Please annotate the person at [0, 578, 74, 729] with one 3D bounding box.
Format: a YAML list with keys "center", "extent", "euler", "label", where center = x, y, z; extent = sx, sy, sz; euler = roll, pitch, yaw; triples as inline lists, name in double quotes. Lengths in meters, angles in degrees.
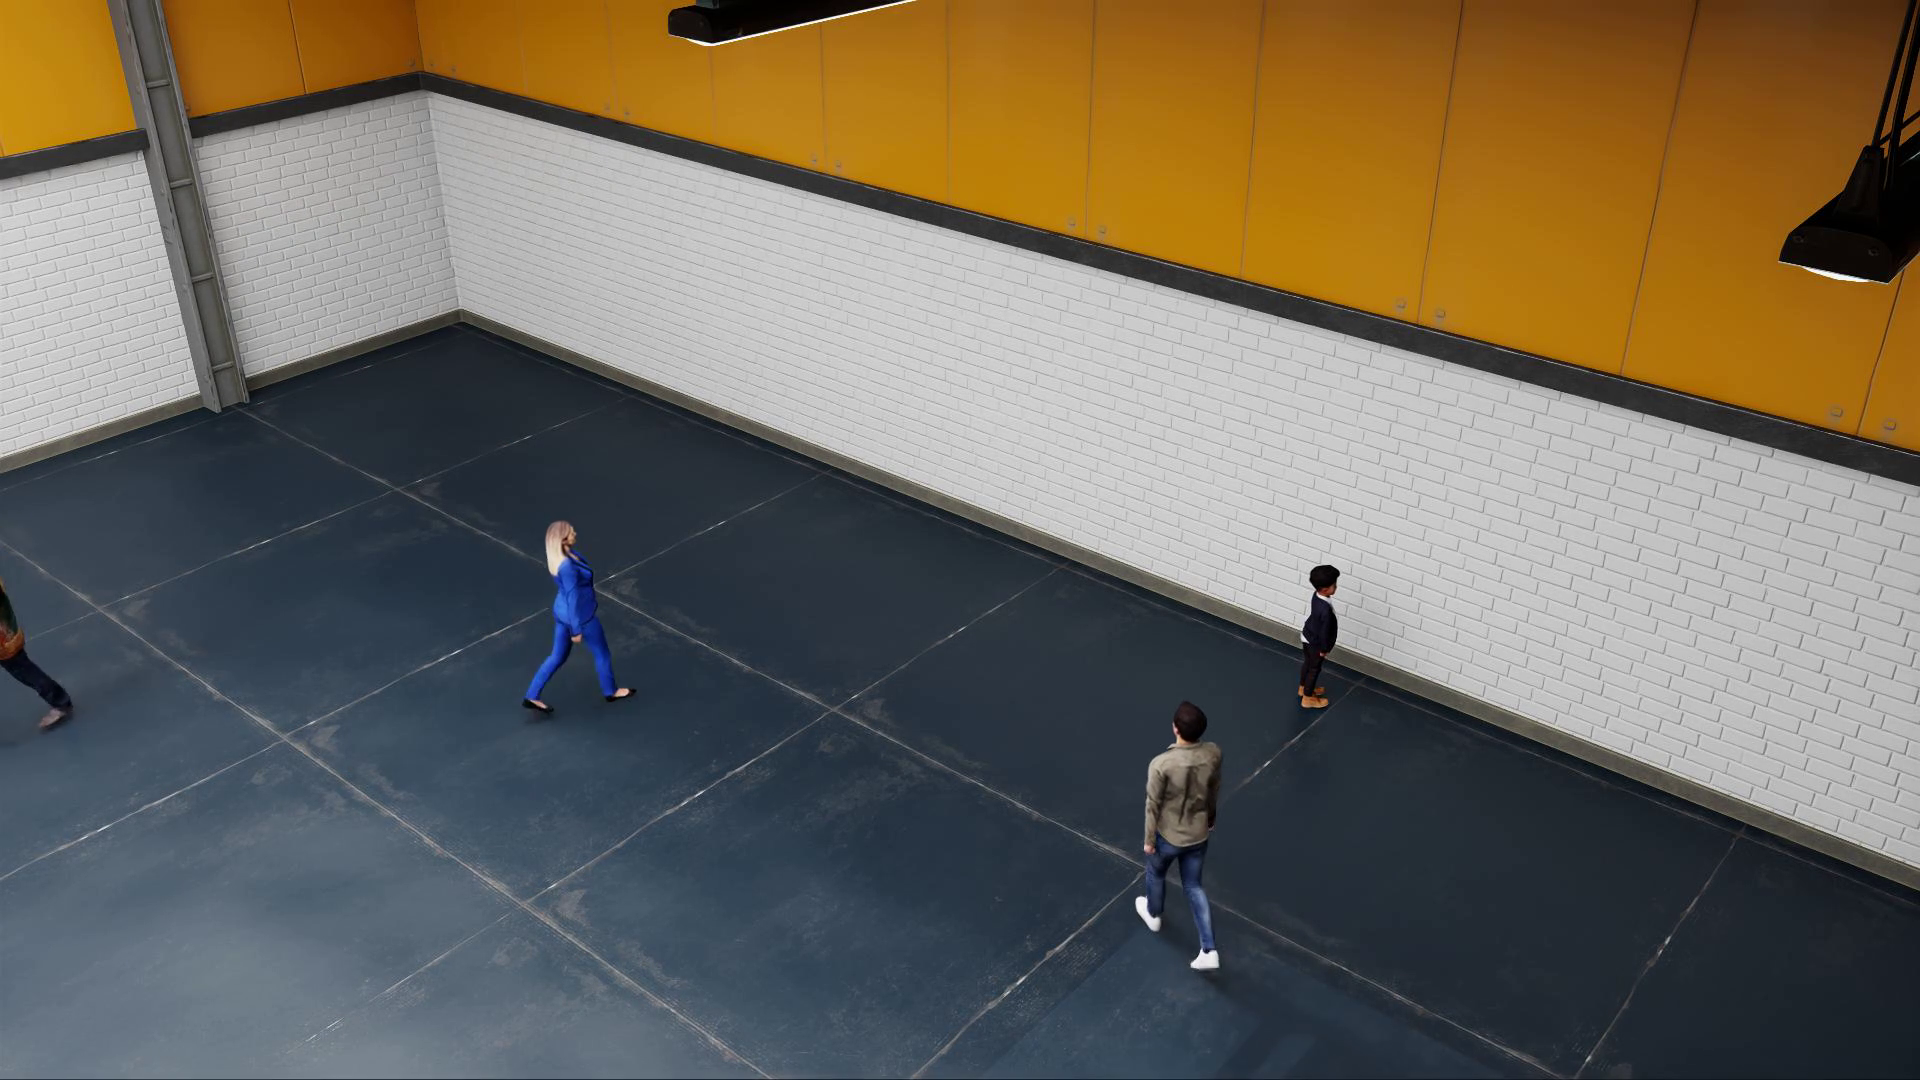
- center: [-7.142, 0.721, 12.441]
  extent: [0.759, 1.761, 1.188]
  euler: [19, 34, 30]
  label: "person"

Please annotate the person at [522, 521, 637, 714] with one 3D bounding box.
- center: [-3.042, 0.630, 12.710]
  extent: [1.203, 1.665, 0.913]
  euler: [-15, 32, -25]
  label: "person"

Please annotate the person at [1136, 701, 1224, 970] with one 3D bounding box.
- center: [1.407, 1.851, 10.278]
  extent: [1.186, 1.849, 1.099]
  euler: [-11, 30, -19]
  label: "person"

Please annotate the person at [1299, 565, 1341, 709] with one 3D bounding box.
- center: [2.785, 0.736, 12.977]
  extent: [0.636, 1.223, 0.572]
  euler: [-1, 29, -3]
  label: "person"
